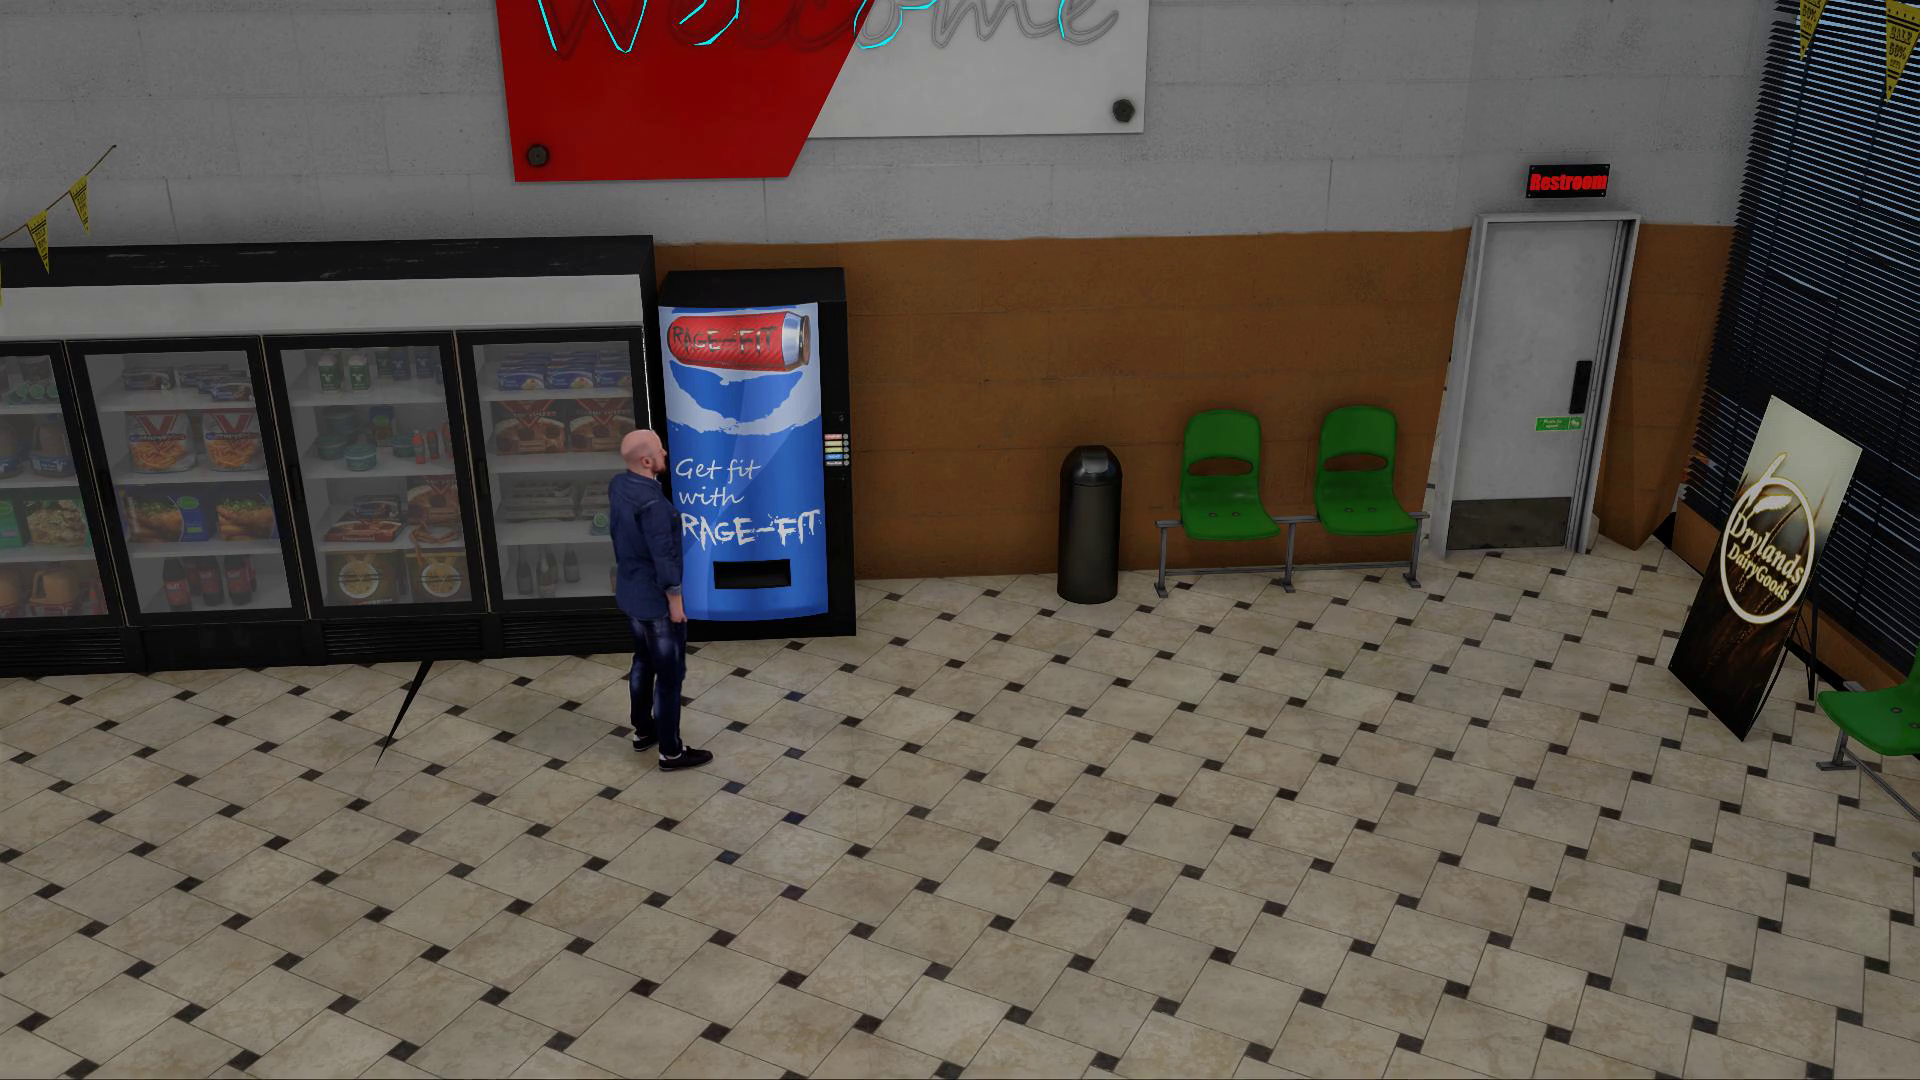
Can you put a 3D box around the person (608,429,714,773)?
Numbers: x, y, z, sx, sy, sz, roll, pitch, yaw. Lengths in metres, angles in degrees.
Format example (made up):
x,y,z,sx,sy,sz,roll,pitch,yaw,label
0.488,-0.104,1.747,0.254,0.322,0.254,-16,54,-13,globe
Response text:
x,y,z,sx,sy,sz,roll,pitch,yaw,label
-1.555,0.300,8.467,0.864,1.825,0.735,-17,29,-34,person
